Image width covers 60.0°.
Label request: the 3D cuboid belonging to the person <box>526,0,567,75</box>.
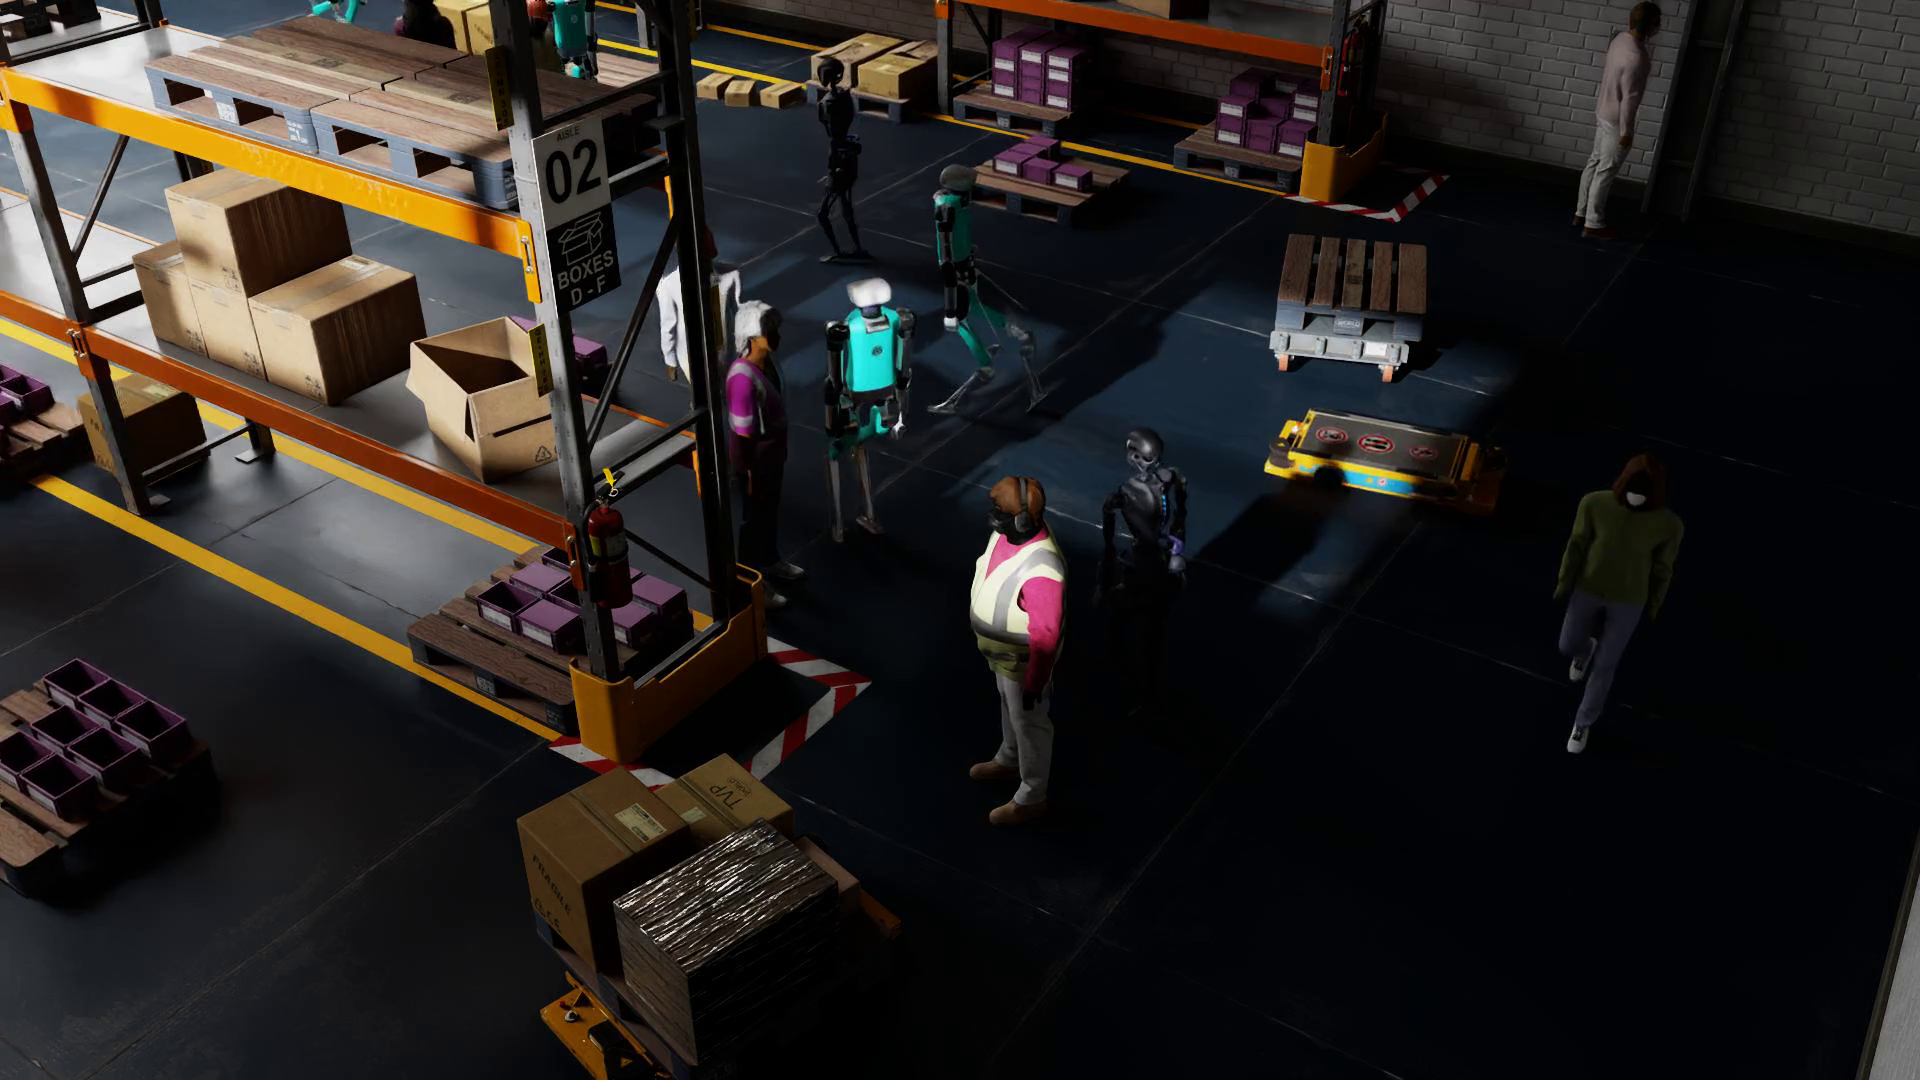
[{"bbox_3d":[-3.665,-3.907,14.572,0.908,1.707,0.559,8,34,12],"label":"person"}]

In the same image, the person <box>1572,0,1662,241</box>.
[{"bbox_3d":[5.387,-3.437,13.626,0.352,1.937,0.634,2,33,4],"label":"person"}]

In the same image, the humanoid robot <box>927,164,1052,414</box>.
[{"bbox_3d":[0.269,-1.585,10.986,0.975,1.777,0.542,7,34,10],"label":"humanoid robot"}]

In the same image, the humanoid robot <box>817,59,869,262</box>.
[{"bbox_3d":[-0.948,-2.997,13.188,0.397,1.639,0.608,3,33,5],"label":"humanoid robot"}]

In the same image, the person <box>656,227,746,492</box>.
[{"bbox_3d":[-1.599,-1.221,10.417,0.577,1.720,0.785,-20,38,-28],"label":"person"}]

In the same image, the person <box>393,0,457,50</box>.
[{"bbox_3d":[-4.610,-3.924,14.414,0.708,1.895,0.721,-8,34,-12],"label":"person"}]

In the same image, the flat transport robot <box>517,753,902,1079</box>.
[{"bbox_3d":[-0.999,1.806,7.097,1.431,0.231,0.659,-26,41,-34],"label":"flat transport robot"}]

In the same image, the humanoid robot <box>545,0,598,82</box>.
[{"bbox_3d":[-3.597,-4.293,15.009,0.533,1.671,0.735,-26,41,-33],"label":"humanoid robot"}]

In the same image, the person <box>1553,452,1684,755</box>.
[{"bbox_3d":[3.229,0.255,8.239,0.506,1.616,0.601,19,38,27],"label":"person"}]

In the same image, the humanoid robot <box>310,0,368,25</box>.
[{"bbox_3d":[-6.481,-5.755,17.362,0.977,1.728,0.551,17,37,24],"label":"humanoid robot"}]

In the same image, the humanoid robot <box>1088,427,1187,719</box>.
[{"bbox_3d":[0.943,0.173,8.312,0.589,1.642,0.383,-23,39,-30],"label":"humanoid robot"}]

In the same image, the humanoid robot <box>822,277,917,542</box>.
[{"bbox_3d":[-0.600,-0.780,9.699,0.532,1.757,0.722,-14,36,-21],"label":"humanoid robot"}]

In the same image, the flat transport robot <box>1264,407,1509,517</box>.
[{"bbox_3d":[2.735,-0.510,10.658,1.431,0.231,0.659,13,35,19],"label":"flat transport robot"}]

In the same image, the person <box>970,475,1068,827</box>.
[{"bbox_3d":[0.260,0.506,7.654,0.431,1.845,0.620,-7,34,-10],"label":"person"}]

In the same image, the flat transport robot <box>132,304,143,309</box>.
[{"bbox_3d":[-5.632,-1.717,12.513,1.431,0.231,0.659,20,38,28],"label":"flat transport robot"}]

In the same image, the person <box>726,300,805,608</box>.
[{"bbox_3d":[-1.093,-0.473,9.165,0.340,1.839,0.508,8,34,12],"label":"person"}]
